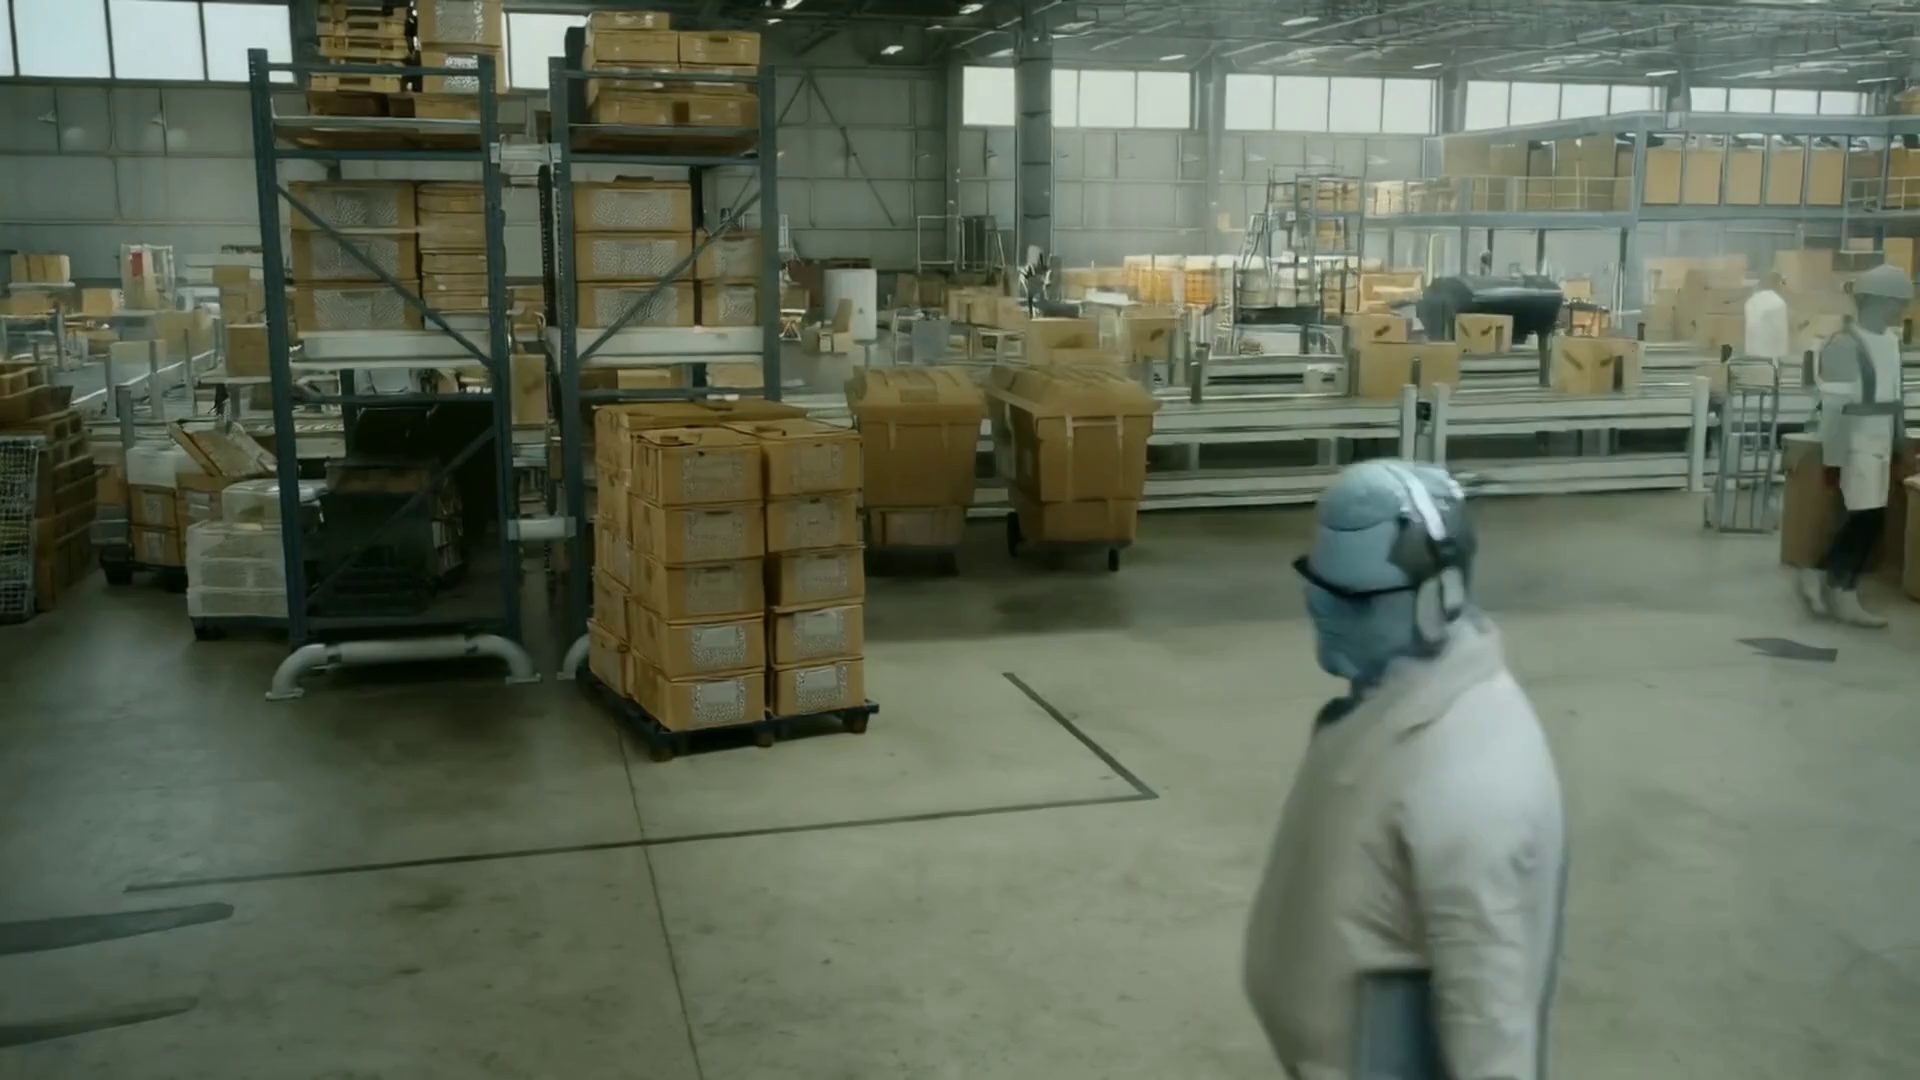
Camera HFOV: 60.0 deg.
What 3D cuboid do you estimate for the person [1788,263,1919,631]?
[{"bbox_3d":[5.000,-0.499,9.170,0.612,2.028,0.414,-7,12,-35],"label":"person"}]

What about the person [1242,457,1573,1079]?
[{"bbox_3d":[0.701,0.790,2.413,1.002,1.856,0.648,1,10,7],"label":"person"}]

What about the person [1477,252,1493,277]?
[{"bbox_3d":[13.597,-6.482,43.178,0.389,1.989,0.610,3,10,17],"label":"person"}]

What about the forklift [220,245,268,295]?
[{"bbox_3d":[-17.749,-6.334,41.440,1.157,1.987,2.680,-3,10,-17],"label":"forklift"}]

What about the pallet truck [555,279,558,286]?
[{"bbox_3d":[-10.604,-6.375,44.520,0.653,1.274,1.630,-3,10,-15],"label":"pallet truck"}]

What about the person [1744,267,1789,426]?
[{"bbox_3d":[9.050,-2.120,18.742,0.543,1.892,0.668,-1,10,-7],"label":"person"}]

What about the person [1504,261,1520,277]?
[{"bbox_3d":[11.720,-5.005,35.295,0.595,1.824,0.404,6,12,29],"label":"person"}]

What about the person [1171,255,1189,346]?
[{"bbox_3d":[4.749,-5.137,35.698,0.349,1.942,0.545,-5,11,-28],"label":"person"}]

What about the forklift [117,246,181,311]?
[{"bbox_3d":[-19.966,-6.232,40.894,1.157,1.987,2.680,-3,10,-15],"label":"forklift"}]
